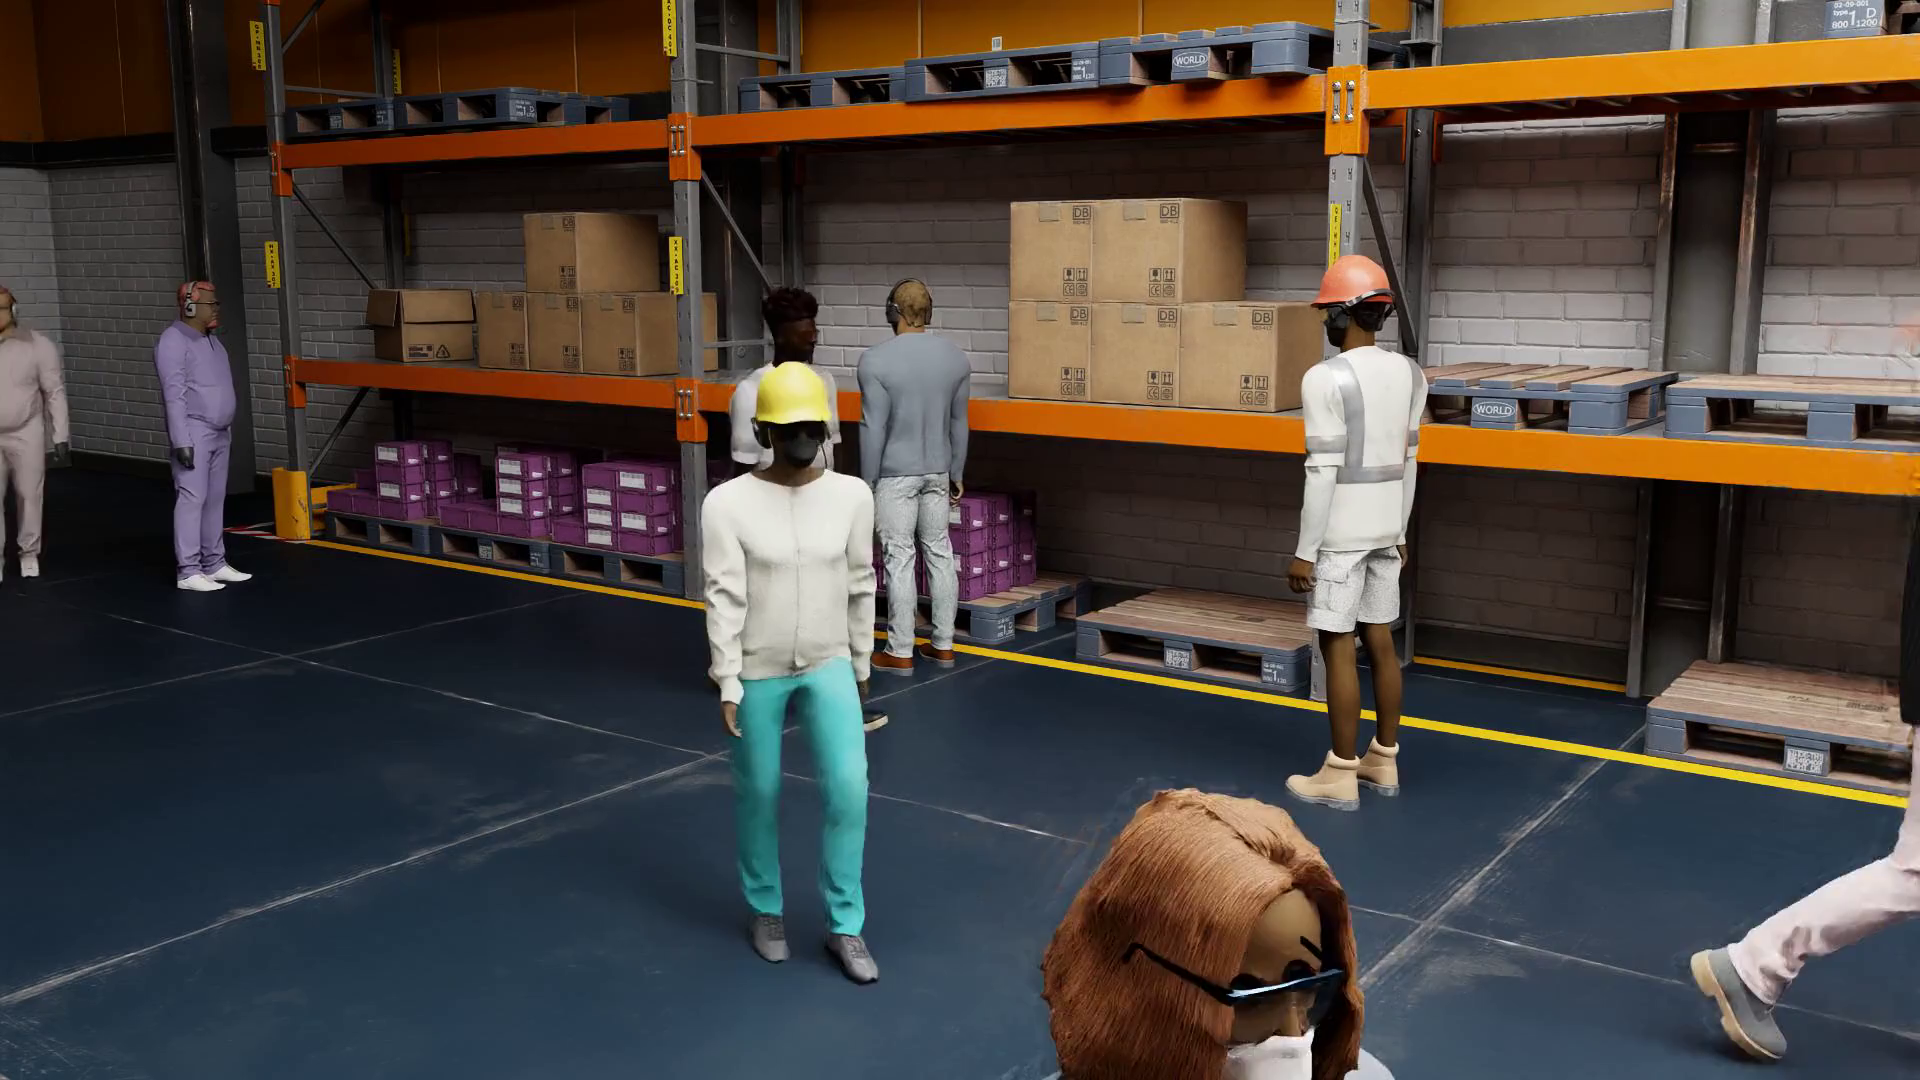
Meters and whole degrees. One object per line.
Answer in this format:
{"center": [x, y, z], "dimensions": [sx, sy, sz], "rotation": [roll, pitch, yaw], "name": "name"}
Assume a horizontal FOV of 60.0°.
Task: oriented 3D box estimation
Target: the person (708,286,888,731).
{"center": [-0.774, -0.155, 7.342], "dimensions": [1.013, 1.927, 0.603], "rotation": [5, 11, 28], "name": "person"}

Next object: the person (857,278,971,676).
{"center": [-0.234, -0.305, 8.161], "dimensions": [0.636, 1.938, 0.355], "rotation": [-7, 12, -35], "name": "person"}

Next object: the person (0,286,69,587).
{"center": [-5.908, -0.634, 10.318], "dimensions": [0.682, 1.860, 0.947], "rotation": [-4, 11, -25], "name": "person"}

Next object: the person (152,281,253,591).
{"center": [-4.672, -0.640, 10.288], "dimensions": [0.400, 1.901, 0.646], "rotation": [0, 10, 2], "name": "person"}

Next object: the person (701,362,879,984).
{"center": [-0.451, 0.383, 4.652], "dimensions": [0.532, 1.746, 0.668], "rotation": [-4, 10, -21], "name": "person"}

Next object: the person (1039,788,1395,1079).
{"center": [0.124, 0.965, 1.583], "dimensions": [0.502, 1.602, 0.723], "rotation": [-6, 11, -31], "name": "person"}

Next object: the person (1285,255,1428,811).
{"center": [1.439, -0.026, 6.187], "dimensions": [0.615, 2.041, 0.392], "rotation": [-7, 12, -38], "name": "person"}

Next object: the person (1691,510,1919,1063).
{"center": [2.355, 0.387, 3.985], "dimensions": [0.947, 1.966, 0.611], "rotation": [6, 11, 30], "name": "person"}
